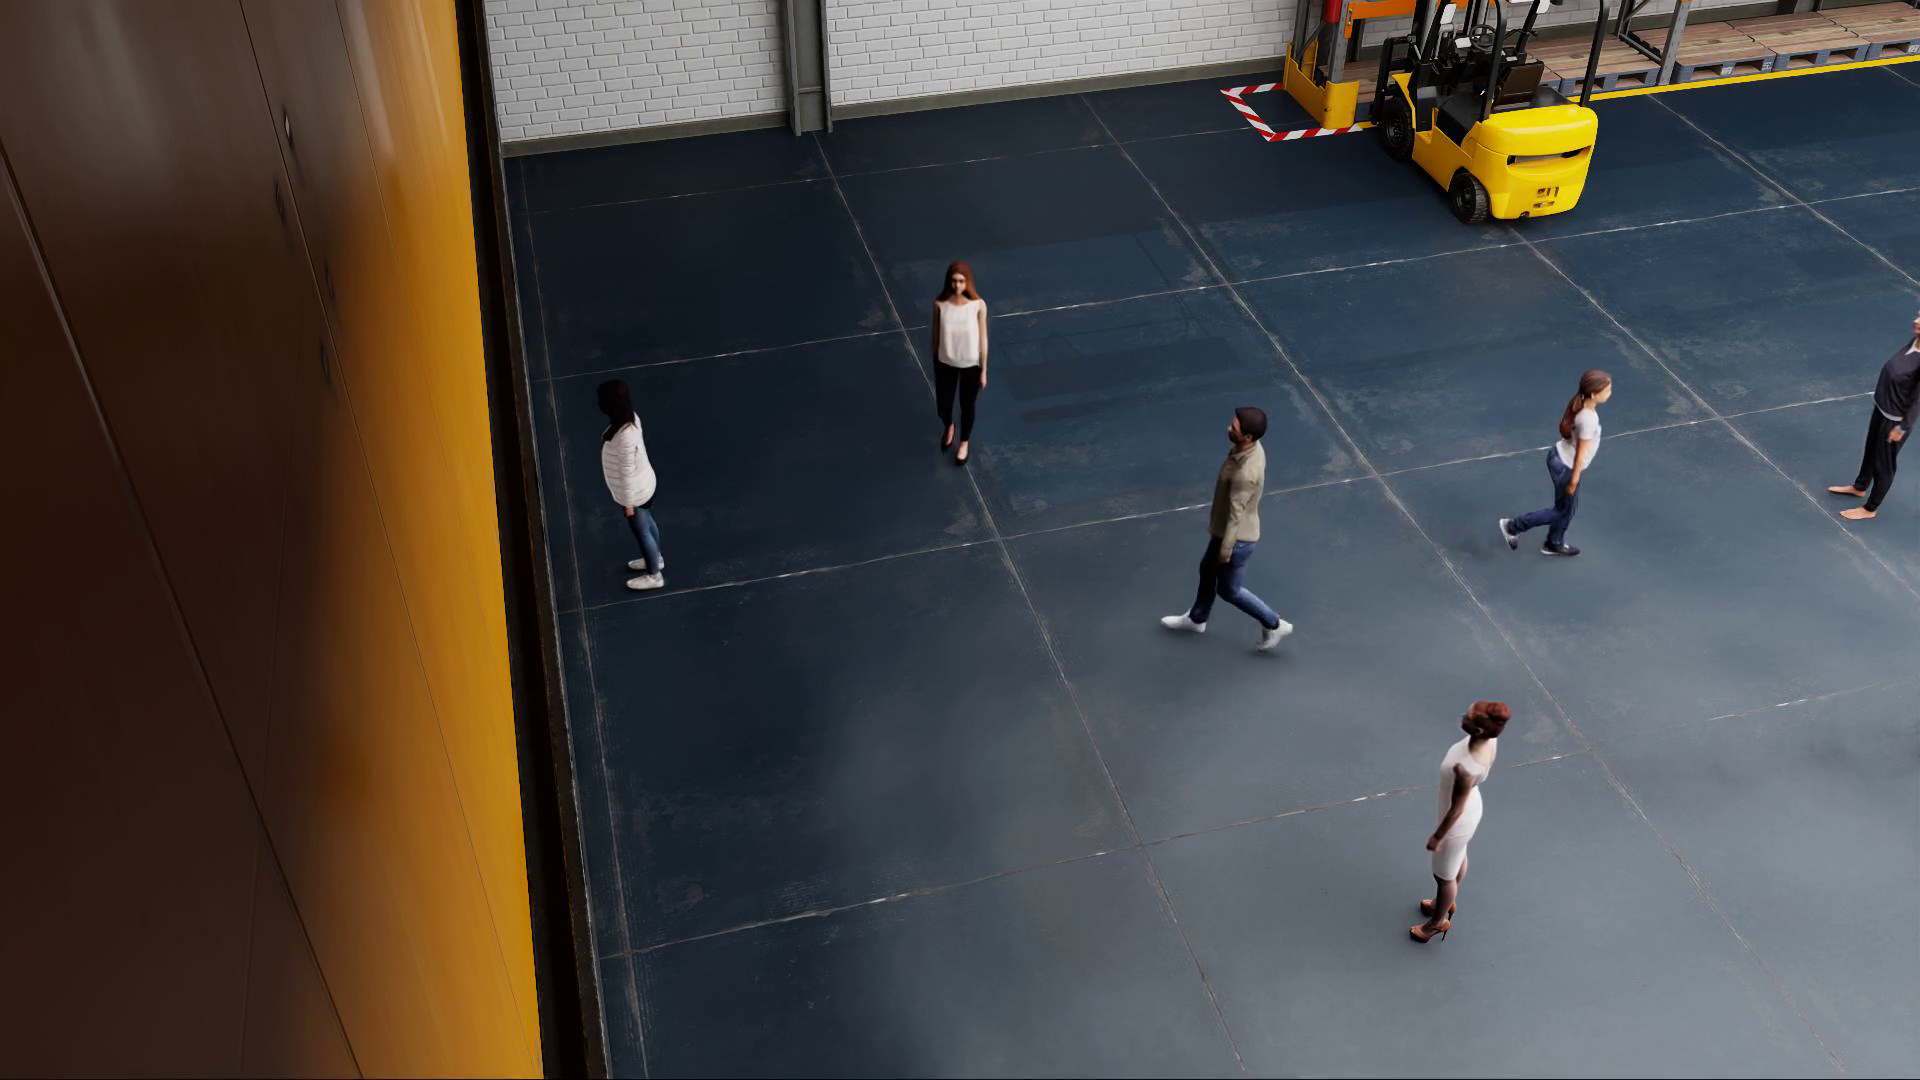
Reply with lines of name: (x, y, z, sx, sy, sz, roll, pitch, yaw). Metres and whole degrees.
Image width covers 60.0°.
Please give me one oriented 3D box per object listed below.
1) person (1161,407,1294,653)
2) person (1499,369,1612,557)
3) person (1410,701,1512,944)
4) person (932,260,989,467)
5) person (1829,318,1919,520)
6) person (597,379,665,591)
person: (1.831, -0.036, 10.637, 1.215, 1.844, 1.001, 6, 39, 7)
person: (4.134, -0.513, 11.470, 0.917, 1.550, 0.719, 4, 39, 5)
person: (2.630, 1.483, 8.777, 0.687, 1.791, 0.625, 20, 43, 23)
person: (0.007, -1.357, 12.395, 0.653, 1.714, 0.730, 4, 39, 5)
person: (6.683, -0.928, 11.849, 0.657, 1.725, 0.676, 6, 39, 7)
person: (-2.198, -0.381, 11.236, 0.559, 1.636, 0.611, -7, 39, -9)
